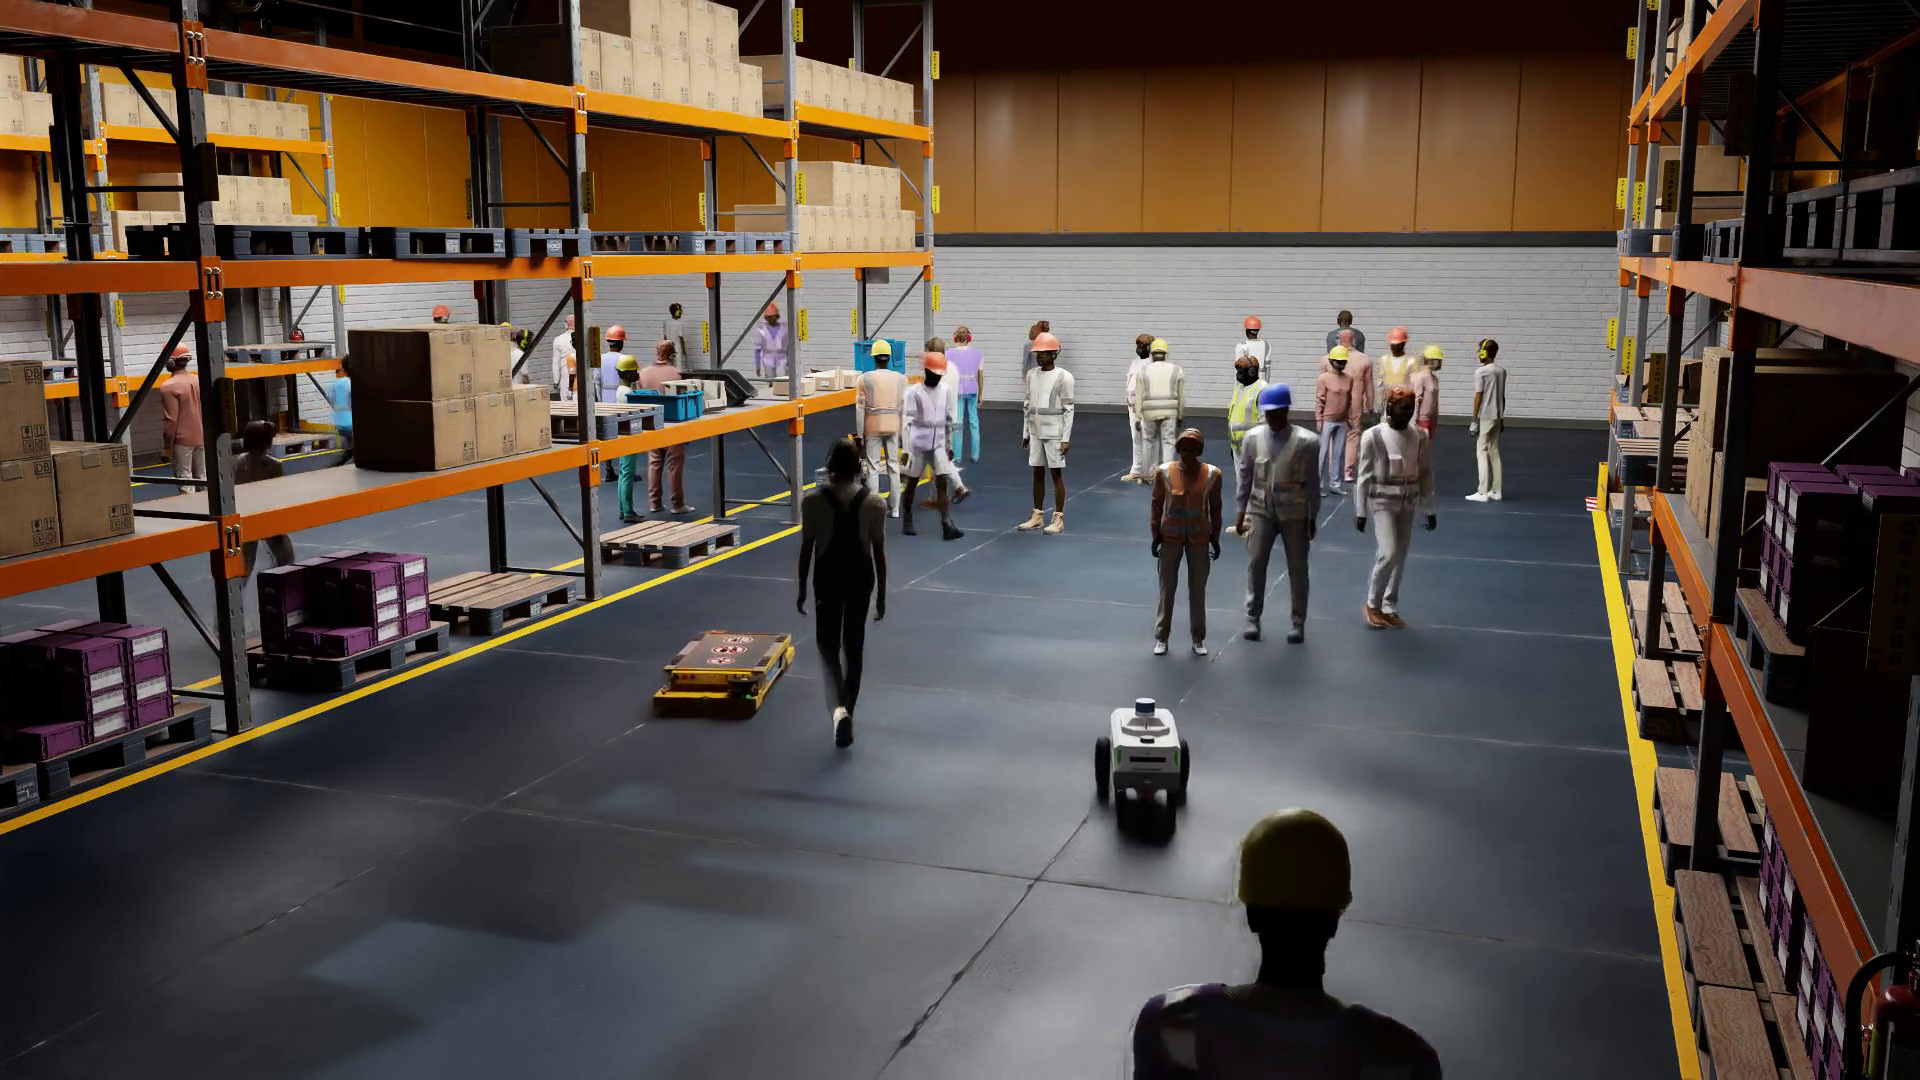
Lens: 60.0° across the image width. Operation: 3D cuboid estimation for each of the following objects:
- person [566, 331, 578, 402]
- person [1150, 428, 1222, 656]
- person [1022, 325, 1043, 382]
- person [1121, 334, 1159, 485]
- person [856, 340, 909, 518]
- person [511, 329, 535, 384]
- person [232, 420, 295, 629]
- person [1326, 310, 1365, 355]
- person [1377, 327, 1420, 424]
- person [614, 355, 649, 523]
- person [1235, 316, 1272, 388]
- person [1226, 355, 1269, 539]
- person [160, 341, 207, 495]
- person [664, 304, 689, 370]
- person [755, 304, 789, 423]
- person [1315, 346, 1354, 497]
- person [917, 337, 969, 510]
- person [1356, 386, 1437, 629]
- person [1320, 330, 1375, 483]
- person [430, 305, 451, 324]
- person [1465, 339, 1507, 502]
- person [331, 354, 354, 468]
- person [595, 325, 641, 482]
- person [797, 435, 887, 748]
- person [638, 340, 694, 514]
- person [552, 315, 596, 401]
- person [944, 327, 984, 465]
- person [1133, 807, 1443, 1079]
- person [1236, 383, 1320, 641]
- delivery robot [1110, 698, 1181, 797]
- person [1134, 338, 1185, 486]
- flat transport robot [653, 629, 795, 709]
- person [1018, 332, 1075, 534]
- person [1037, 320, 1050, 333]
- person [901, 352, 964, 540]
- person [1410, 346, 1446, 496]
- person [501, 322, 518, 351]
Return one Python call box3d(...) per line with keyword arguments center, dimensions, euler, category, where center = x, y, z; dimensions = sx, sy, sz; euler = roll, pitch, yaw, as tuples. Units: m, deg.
box3d(center=(-5.467, -2.166, 23.981), dimensions=(0.321, 1.697, 0.530), euler=(5, 11, 28), category="person")
box3d(center=(1.611, 0.013, 11.880), dimensions=(0.512, 1.639, 0.312), euler=(1, 10, 4), category="person")
box3d(center=(1.278, -2.729, 27.353), dimensions=(0.543, 1.622, 0.455), euler=(-2, 10, -14), category="person")
box3d(center=(2.252, -1.607, 20.428), dimensions=(0.429, 1.845, 0.627), euler=(-6, 12, -29), category="person")
box3d(center=(-0.840, -1.174, 17.787), dimensions=(0.581, 1.919, 0.386), euler=(-4, 11, -22), category="person")
box3d(center=(-5.787, -1.866, 21.997), dimensions=(0.538, 1.809, 0.808), euler=(8, 13, 38), category="person")
box3d(center=(-5.378, -0.117, 12.726), dimensions=(0.523, 1.603, 0.838), euler=(4, 11, 22), category="person")
box3d(center=(5.870, -2.545, 25.439), dimensions=(0.631, 1.938, 0.362), euler=(-3, 10, -14), category="person")
box3d(center=(5.391, -1.649, 20.533), dimensions=(0.581, 1.912, 0.762), euler=(7, 12, 33), category="person")
box3d(center=(-3.486, -1.065, 17.585), dimensions=(0.307, 1.772, 0.525), euler=(-3, 11, -19), category="person")
box3d(center=(4.074, -2.161, 23.270), dimensions=(0.545, 1.942, 0.353), euler=(-3, 11, -18), category="person")
box3d(center=(2.902, -0.938, 16.711), dimensions=(0.430, 1.834, 0.634), euler=(-4, 11, -21), category="person")
box3d(center=(-7.661, -0.974, 16.432), dimensions=(0.378, 1.996, 0.611), euler=(2, 10, 13), category="person")
box3d(center=(-5.237, -3.387, 30.513), dimensions=(0.579, 1.867, 0.508), euler=(9, 13, 40), category="person")
box3d(center=(-3.081, -2.933, 27.556), dimensions=(0.616, 1.972, 1.127), euler=(-1, 10, -3), category="person")
box3d(center=(4.368, -1.378, 19.359), dimensions=(0.533, 1.765, 0.330), euler=(-5, 11, -26), category="person")
box3d(center=(-0.224, -1.269, 18.272), dimensions=(0.467, 1.926, 0.658), euler=(5, 11, 25), category="person")
box3d(center=(3.314, -0.229, 12.617), dimensions=(0.584, 1.868, 0.501), euler=(-4, 11, -19), category="person")
box3d(center=(4.814, -1.670, 20.690), dimensions=(0.671, 1.871, 0.771), euler=(3, 10, 16), category="person")
box3d(center=(-8.228, -2.720, 26.359), dimensions=(0.619, 1.989, 0.634), euler=(-7, 12, -35), category="person")
box3d(center=(6.055, -1.369, 19.079), dimensions=(0.517, 1.856, 0.368), euler=(-7, 12, -35), category="person")
box3d(center=(-7.091, -1.317, 19.240), dimensions=(0.540, 1.679, 0.527), euler=(7, 12, 33), category="person")
box3d(center=(-4.218, -1.670, 20.517), dimensions=(0.545, 1.938, 0.357), euler=(3, 11, 18), category="person")
box3d(center=(-0.680, 0.298, 9.793), dimensions=(0.532, 1.817, 0.847), euler=(-2, 10, -11), category="person")
box3d(center=(-3.193, -1.230, 18.165), dimensions=(0.654, 1.899, 0.396), euler=(5, 11, 28), category="person")
box3d(center=(-5.713, -2.380, 24.641), dimensions=(0.646, 1.897, 0.398), euler=(-5, 11, -24), category="person")
box3d(center=(0.047, -1.919, 22.192), dimensions=(0.564, 1.840, 0.396), euler=(-3, 11, -18), category="person")
box3d(center=(0.581, 1.449, 3.135), dimensions=(0.586, 1.884, 0.950), euler=(3, 11, 17), category="person")
box3d(center=(2.333, -0.197, 12.270), dimensions=(0.622, 1.929, 0.479), euler=(6, 12, 31), category="person")
box3d(center=(0.965, 1.072, 8.703), dimensions=(0.477, 0.478, 0.707), euler=(1, 10, 3), category="delivery robot")
box3d(center=(2.408, -1.522, 20.070), dimensions=(0.606, 1.825, 0.476), euler=(1, 10, 5), category="person")
box3d(center=(-1.542, 0.842, 11.062), dimensions=(0.652, 0.197, 1.431), euler=(1, 10, 4), category="flat transport robot")
box3d(center=(0.870, -1.079, 16.885), dimensions=(0.605, 2.045, 0.378), euler=(9, 13, 41), category="person")
box3d(center=(1.399, -2.948, 28.555), dimensions=(0.310, 1.638, 0.523), euler=(-1, 10, -7), category="person")
box3d(center=(-0.295, -0.934, 16.541), dimensions=(0.653, 1.864, 0.985), euler=(-6, 11, -28), category="person")
box3d(center=(5.469, -1.386, 19.497), dimensions=(0.355, 1.739, 0.572), euler=(7, 12, 34), category="person")
box3d(center=(-6.947, -2.464, 25.532), dimensions=(0.493, 1.743, 0.295), euler=(-1, 10, -5), category="person")
